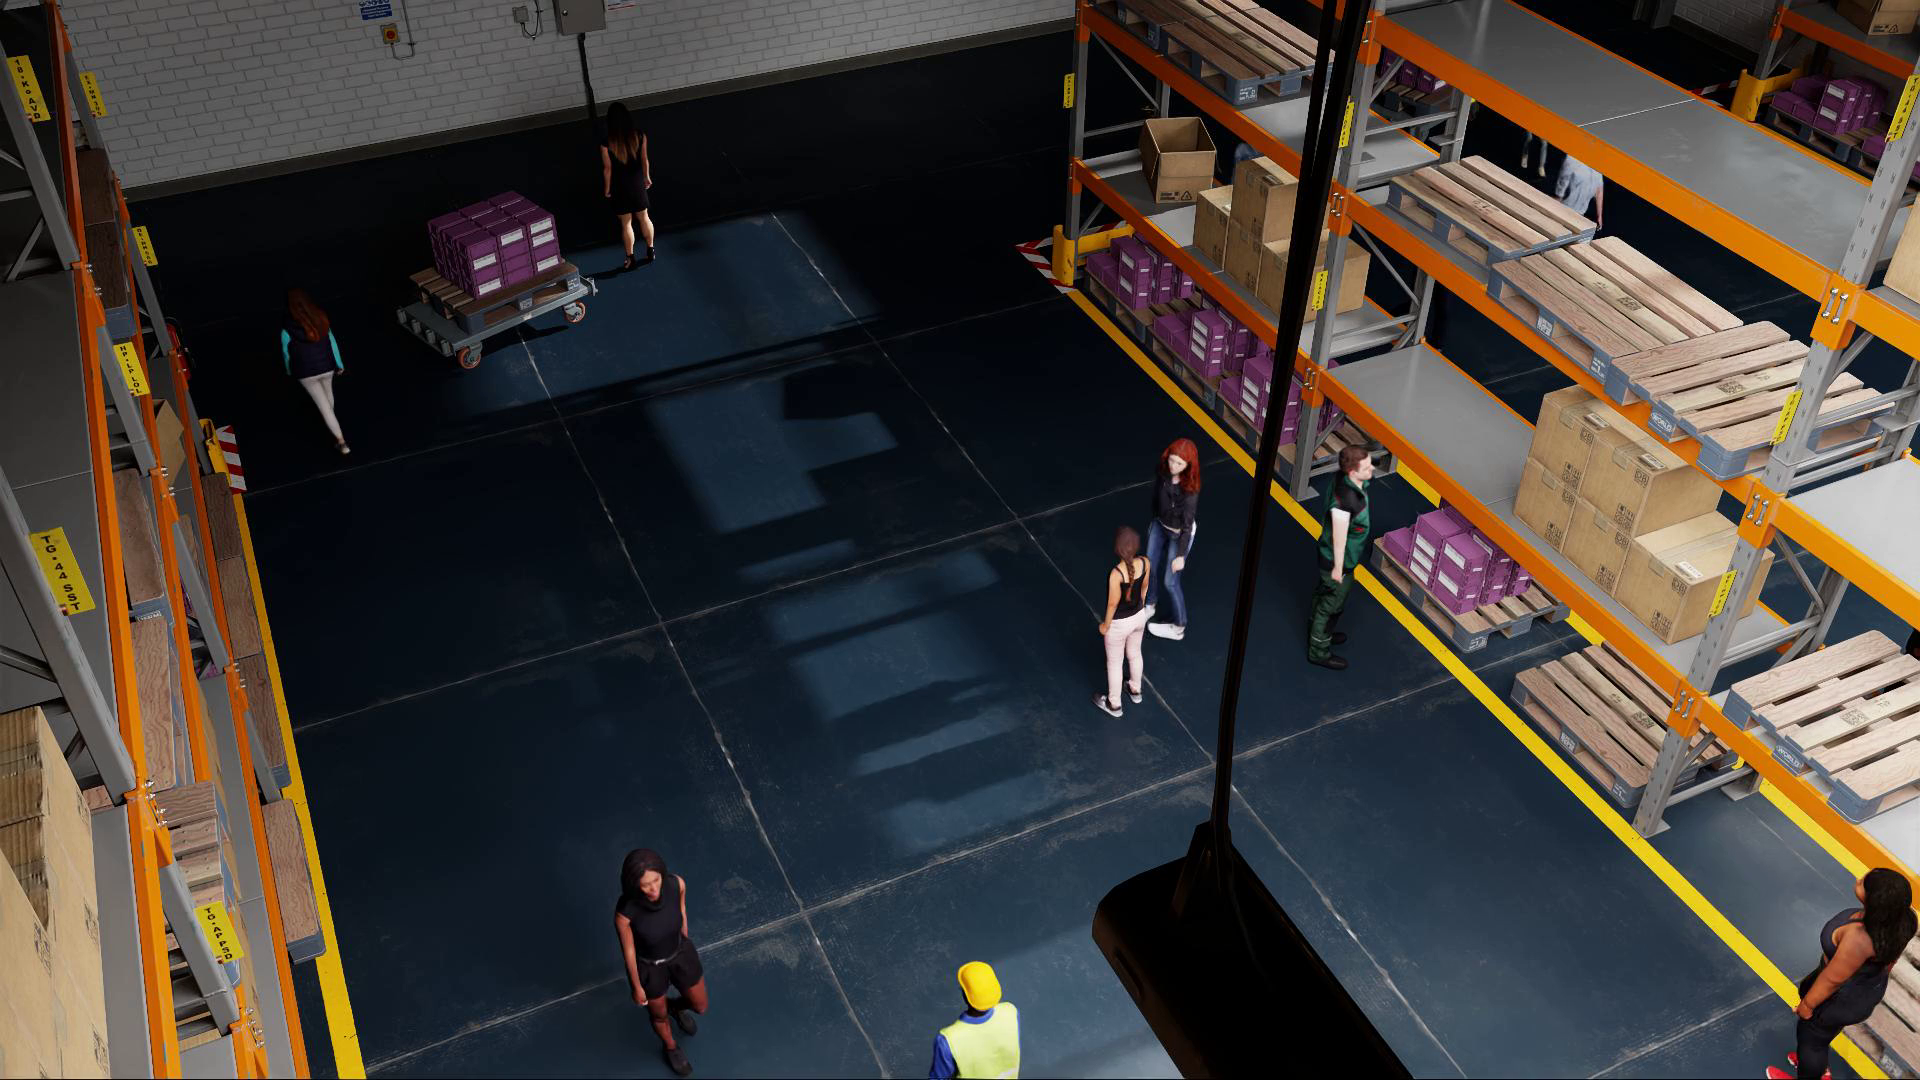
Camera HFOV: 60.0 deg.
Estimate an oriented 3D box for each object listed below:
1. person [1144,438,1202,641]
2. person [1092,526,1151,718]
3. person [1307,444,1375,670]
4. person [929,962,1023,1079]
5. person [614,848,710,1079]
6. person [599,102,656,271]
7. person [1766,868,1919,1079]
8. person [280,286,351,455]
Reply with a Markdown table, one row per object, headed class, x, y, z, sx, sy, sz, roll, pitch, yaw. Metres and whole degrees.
| class | x | y | z | sx | sy | sz | roll | pitch | yaw |
| --- | --- | --- | --- | --- | --- | --- | --- | --- | --- |
| person | 1.561 | -0.007 | 11.867 | 0.704 | 1.777 | 0.530 | -17 | 42 | -20 |
| person | 1.127 | 0.543 | 11.351 | 0.569 | 1.563 | 0.556 | -25 | 45 | -28 |
| person | 2.666 | 0.093 | 11.690 | 0.798 | 1.842 | 0.710 | 7 | 39 | 8 |
| person | 0.086 | 2.760 | 8.374 | 0.669 | 1.812 | 0.568 | -21 | 43 | -24 |
| person | -1.674 | 2.267 | 9.060 | 0.668 | 1.727 | 0.723 | -27 | 46 | -29 |
| person | -3.227 | -3.437 | 16.210 | 0.690 | 1.718 | 0.652 | -24 | 44 | -27 |
| person | 4.755 | 2.436 | 8.790 | 0.724 | 1.799 | 0.695 | -21 | 43 | -24 |
| person | -5.346 | -1.387 | 13.849 | 0.763 | 1.461 | 1.029 | -30 | 47 | -32 |
